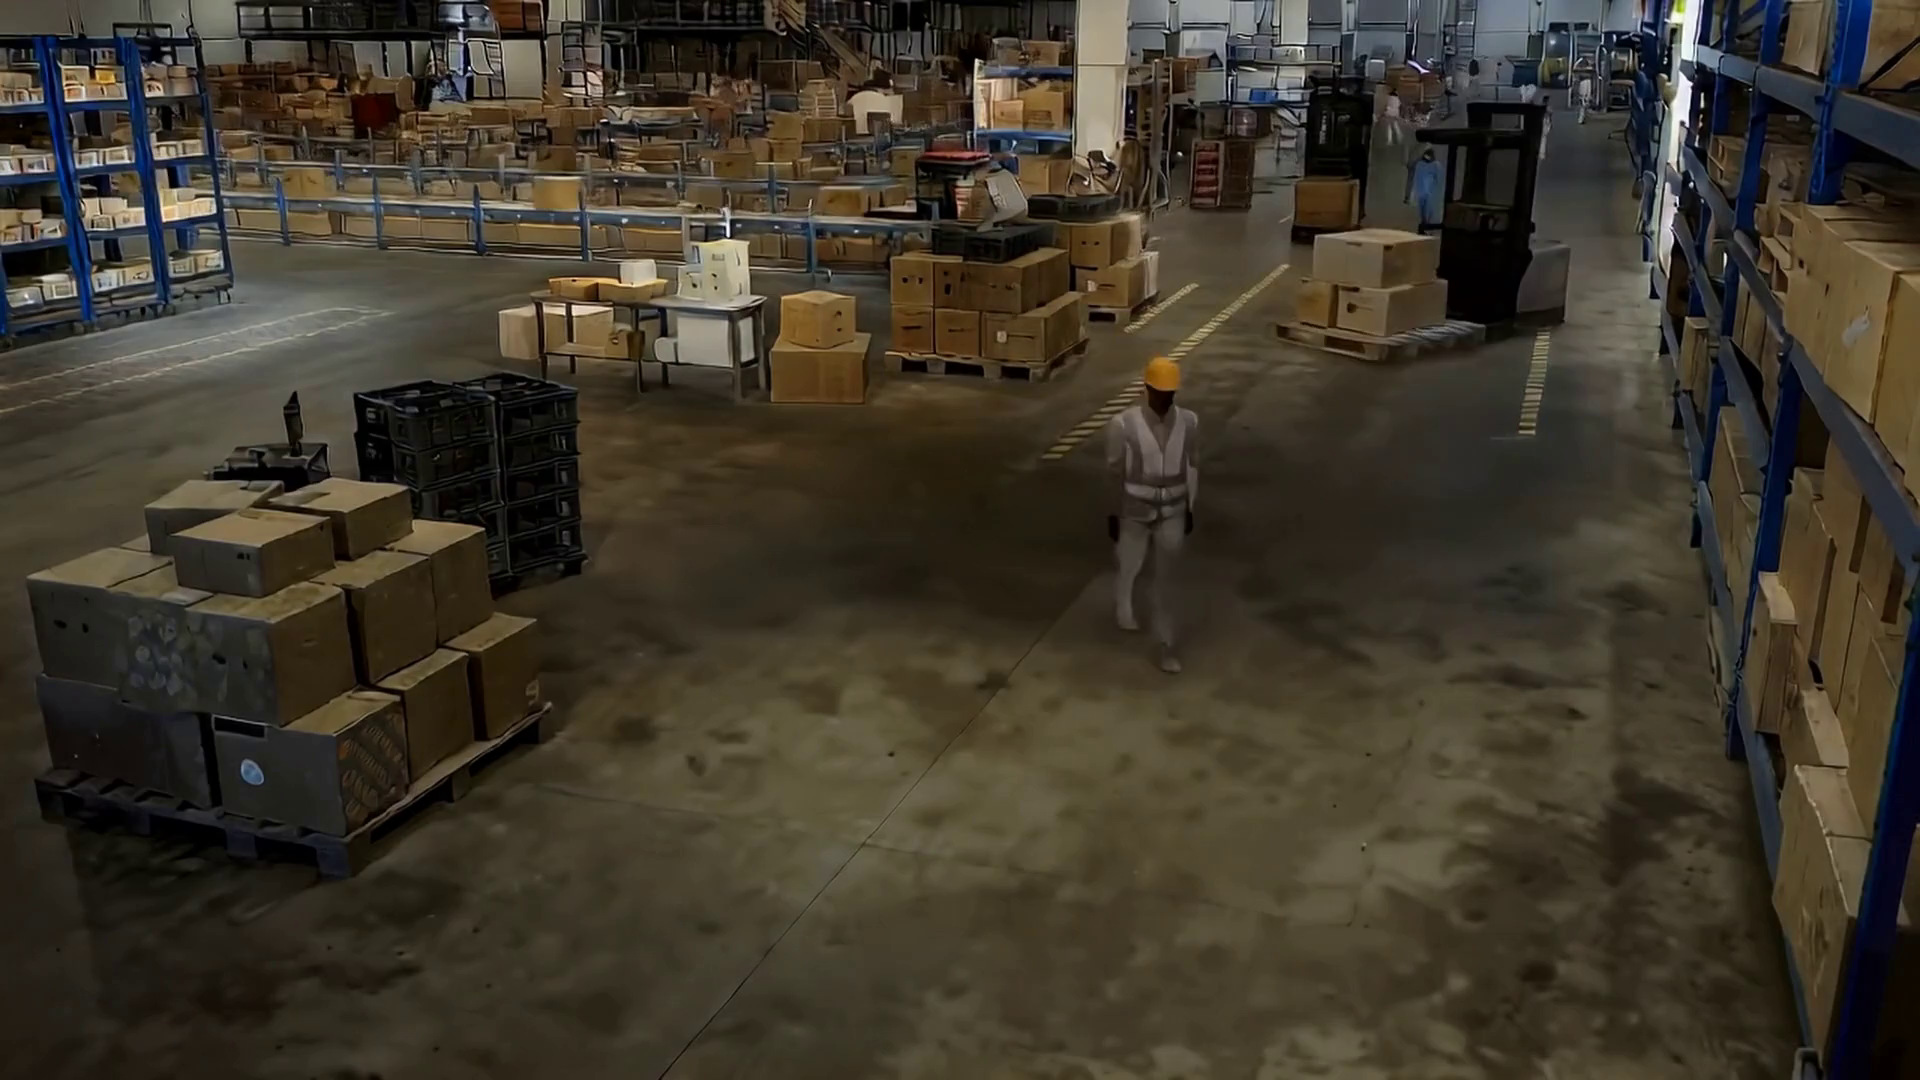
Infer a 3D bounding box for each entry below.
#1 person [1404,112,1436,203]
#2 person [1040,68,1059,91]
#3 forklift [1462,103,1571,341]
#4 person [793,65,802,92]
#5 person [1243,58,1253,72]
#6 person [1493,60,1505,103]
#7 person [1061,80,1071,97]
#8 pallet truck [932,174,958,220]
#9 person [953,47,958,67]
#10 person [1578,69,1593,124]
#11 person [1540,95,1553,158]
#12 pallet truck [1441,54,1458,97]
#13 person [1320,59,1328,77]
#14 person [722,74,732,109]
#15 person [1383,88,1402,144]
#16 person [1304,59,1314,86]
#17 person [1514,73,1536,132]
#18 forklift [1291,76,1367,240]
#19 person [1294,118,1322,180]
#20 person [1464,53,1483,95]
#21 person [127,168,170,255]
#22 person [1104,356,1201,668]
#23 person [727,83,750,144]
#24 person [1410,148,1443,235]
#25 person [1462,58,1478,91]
[{"bbox_3d":[9.687,-8.051,35.059,0.641,1.899,0.394,4,18,13],"label":"person"},{"bbox_3d":[3.236,-16.002,59.799,0.702,2.000,0.634,-2,18,-5],"label":"person"},{"bbox_3d":[6.712,-4.020,20.786,1.873,2.768,1.129,-12,21,-34],"label":"forklift"},{"bbox_3d":[-6.384,-17.894,66.054,0.876,1.861,0.589,8,20,25],"label":"person"},{"bbox_3d":[13.660,-21.859,78.399,0.807,1.909,0.658,-4,18,-12],"label":"person"},{"bbox_3d":[23.962,-20.393,73.919,0.430,1.845,0.621,3,18,9],"label":"person"},{"bbox_3d":[4.969,-21.782,78.177,0.717,1.911,0.600,-6,19,-19],"label":"person"},{"bbox_3d":[-0.507,-5.292,27.348,0.653,1.274,1.630,6,19,19],"label":"pallet truck"},{"bbox_3d":[-0.297,-27.478,96.027,0.374,1.933,0.550,-16,23,-40],"label":"person"},{"bbox_3d":[22.495,-15.931,59.767,0.387,1.929,0.539,3,18,8],"label":"person"},{"bbox_3d":[16.050,-11.386,45.848,0.538,1.698,0.319,13,22,35],"label":"person"},{"bbox_3d":[22.765,-21.886,78.355,0.823,1.965,1.885,-4,18,-14],"label":"pallet truck"},{"bbox_3d":[18.434,-23.465,83.856,0.847,1.649,0.557,10,20,29],"label":"person"},{"bbox_3d":[-8.419,-16.072,60.546,0.522,1.718,0.954,-11,21,-31],"label":"person"},{"bbox_3d":[13.223,-12.923,50.719,0.532,1.677,0.481,-9,20,-25],"label":"person"},{"bbox_3d":[18.014,-24.279,86.044,0.593,1.903,0.865,-4,18,-13],"label":"person"},{"bbox_3d":[18.970,-14.644,55.672,0.401,1.949,0.660,-9,20,-27],"label":"person"},{"bbox_3d":[6.598,-6.755,29.381,1.129,2.768,1.873,6,19,19],"label":"forklift"},{"bbox_3d":[7.401,-8.087,35.294,0.620,1.809,0.732,6,19,20],"label":"person"},{"bbox_3d":[24.854,-22.482,80.287,0.850,1.966,0.619,-6,18,-17],"label":"person"},{"bbox_3d":[-12.491,-5.075,25.728,0.822,1.883,0.650,14,23,38],"label":"person"},{"bbox_3d":[1.195,-0.235,10.462,0.616,1.914,0.953,-3,18,-8],"label":"person"},{"bbox_3d":[-6.722,-12.881,50.327,0.913,1.830,0.554,1,18,3],"label":"person"},{"bbox_3d":[8.259,-6.135,29.516,0.521,1.595,0.814,10,20,30],"label":"person"},{"bbox_3d":[25.967,-23.645,84.340,0.534,1.722,0.912,-16,24,-42],"label":"person"}]
